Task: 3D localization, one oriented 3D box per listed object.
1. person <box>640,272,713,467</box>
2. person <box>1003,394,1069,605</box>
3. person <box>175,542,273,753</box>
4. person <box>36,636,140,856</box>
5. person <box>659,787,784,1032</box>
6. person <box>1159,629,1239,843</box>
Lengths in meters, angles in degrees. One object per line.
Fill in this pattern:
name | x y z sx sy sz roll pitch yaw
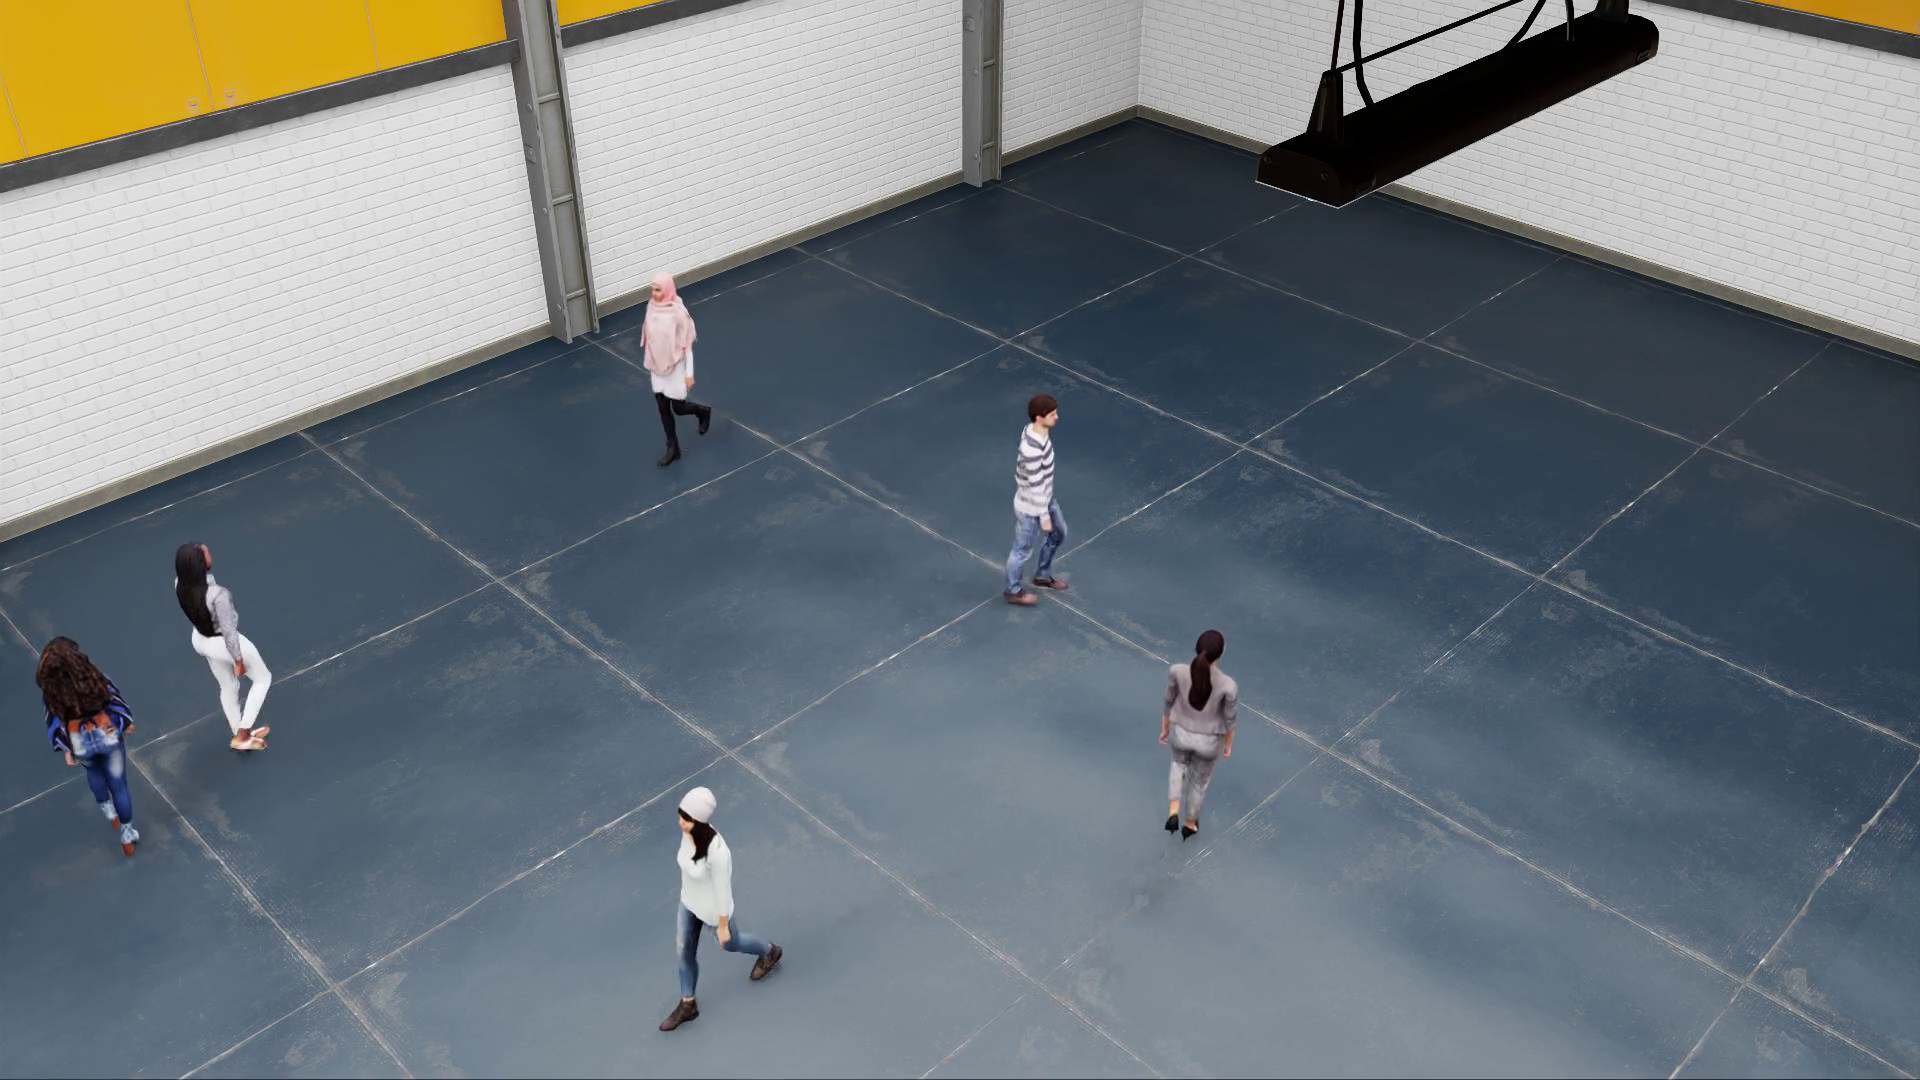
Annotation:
person | -2.494 -1.537 14.661 0.764 1.788 1.002 19 38 27
person | 0.473 -0.297 12.755 0.876 1.832 0.815 8 34 12
person | -5.047 0.780 11.241 0.700 1.715 0.747 15 36 21
person | -5.459 1.330 10.514 0.752 1.603 0.818 -11 35 -15
person | -1.357 2.042 9.437 1.083 1.609 0.616 -27 42 -34
person | 1.462 1.308 10.496 0.722 1.660 0.729 13 36 19
